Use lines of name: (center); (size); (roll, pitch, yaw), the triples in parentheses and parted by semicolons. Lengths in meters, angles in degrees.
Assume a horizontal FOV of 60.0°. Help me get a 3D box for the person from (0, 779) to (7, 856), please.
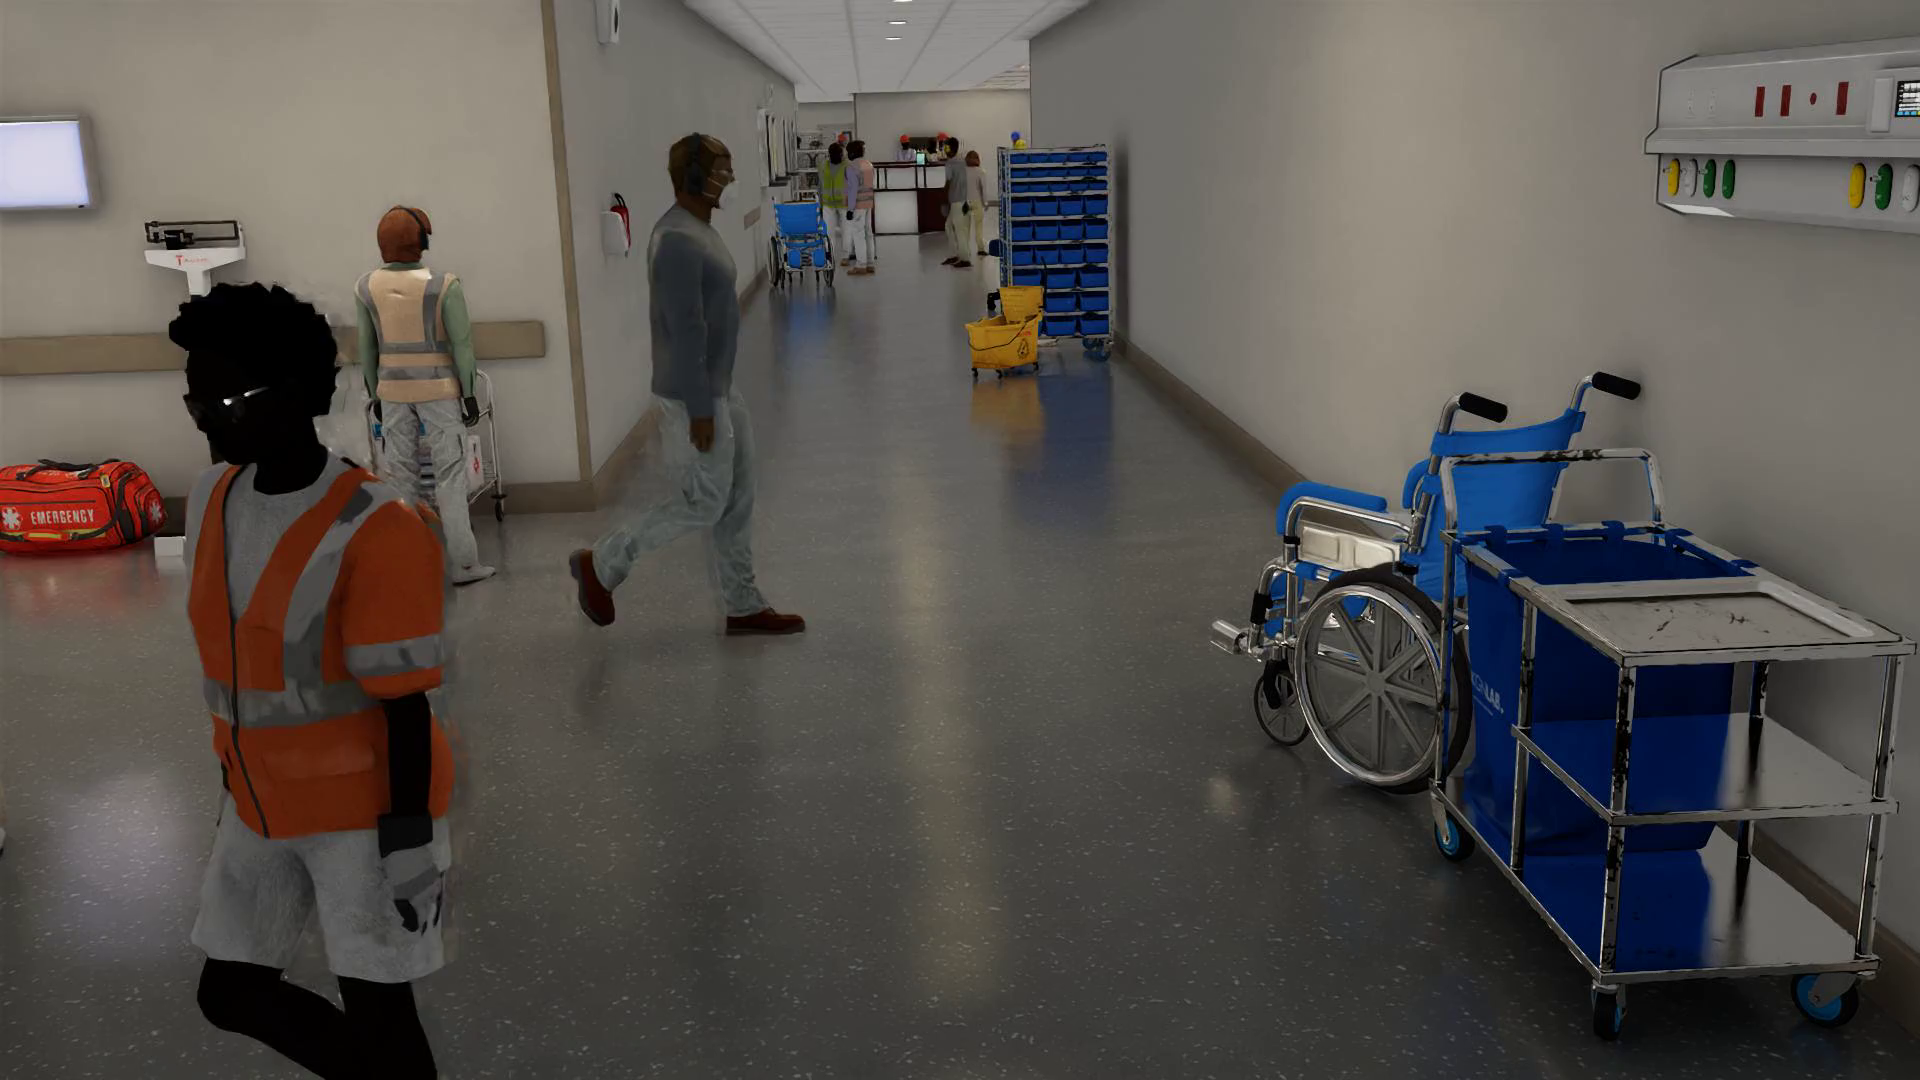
person: (-2.824, 0.105, 4.323); (0.310, 1.639, 0.514); (11, 19, 42)

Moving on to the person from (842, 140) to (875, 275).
person: (-1.422, -4.627, 23.192); (0.429, 1.840, 0.630); (5, 15, 24)

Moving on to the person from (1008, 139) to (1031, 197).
person: (1.096, -6.246, 29.703); (0.532, 1.768, 0.311); (-6, 14, -19)

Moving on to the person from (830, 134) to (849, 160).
person: (-2.916, -9.031, 41.170); (0.608, 1.987, 0.402); (5, 15, 24)

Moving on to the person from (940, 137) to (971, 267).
person: (-0.142, -4.826, 23.855); (0.674, 1.835, 0.553); (5, 15, 25)

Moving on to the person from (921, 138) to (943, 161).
person: (-0.623, -8.207, 37.826); (0.628, 1.836, 0.429); (-10, 16, -31)

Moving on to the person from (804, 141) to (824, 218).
person: (-3.487, -8.661, 40.025); (0.503, 1.837, 0.342); (0, 14, 8)

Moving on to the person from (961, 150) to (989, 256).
person: (0.204, -5.266, 26.052); (0.507, 1.632, 0.264); (4, 15, 22)

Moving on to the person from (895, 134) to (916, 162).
person: (-1.324, -8.933, 40.696); (0.545, 1.931, 0.378); (2, 14, 13)

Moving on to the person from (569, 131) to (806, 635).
person: (-1.045, -0.535, 6.178); (0.795, 1.917, 0.637); (-2, 14, -2)

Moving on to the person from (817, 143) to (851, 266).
person: (-1.818, -4.927, 24.548); (0.661, 1.794, 0.935); (1, 14, 10)

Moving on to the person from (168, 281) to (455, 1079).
person: (-1.019, 0.428, 2.673); (0.555, 1.680, 0.362); (6, 16, 29)

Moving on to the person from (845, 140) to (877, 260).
person: (-1.604, -5.299, 25.968); (0.567, 1.840, 0.375); (6, 16, 29)

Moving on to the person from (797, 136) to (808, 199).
person: (-4.332, -9.864, 44.786); (0.368, 1.967, 0.603); (7, 16, 31)

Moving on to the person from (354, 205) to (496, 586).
person: (-2.319, -0.605, 7.172); (0.516, 1.645, 0.308); (1, 14, 9)

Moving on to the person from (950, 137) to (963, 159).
person: (-0.172, -9.010, 41.065); (0.403, 1.835, 0.588); (11, 18, 41)

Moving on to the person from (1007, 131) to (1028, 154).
person: (1.377, -8.905, 40.254); (0.619, 1.934, 0.536); (4, 15, 23)
